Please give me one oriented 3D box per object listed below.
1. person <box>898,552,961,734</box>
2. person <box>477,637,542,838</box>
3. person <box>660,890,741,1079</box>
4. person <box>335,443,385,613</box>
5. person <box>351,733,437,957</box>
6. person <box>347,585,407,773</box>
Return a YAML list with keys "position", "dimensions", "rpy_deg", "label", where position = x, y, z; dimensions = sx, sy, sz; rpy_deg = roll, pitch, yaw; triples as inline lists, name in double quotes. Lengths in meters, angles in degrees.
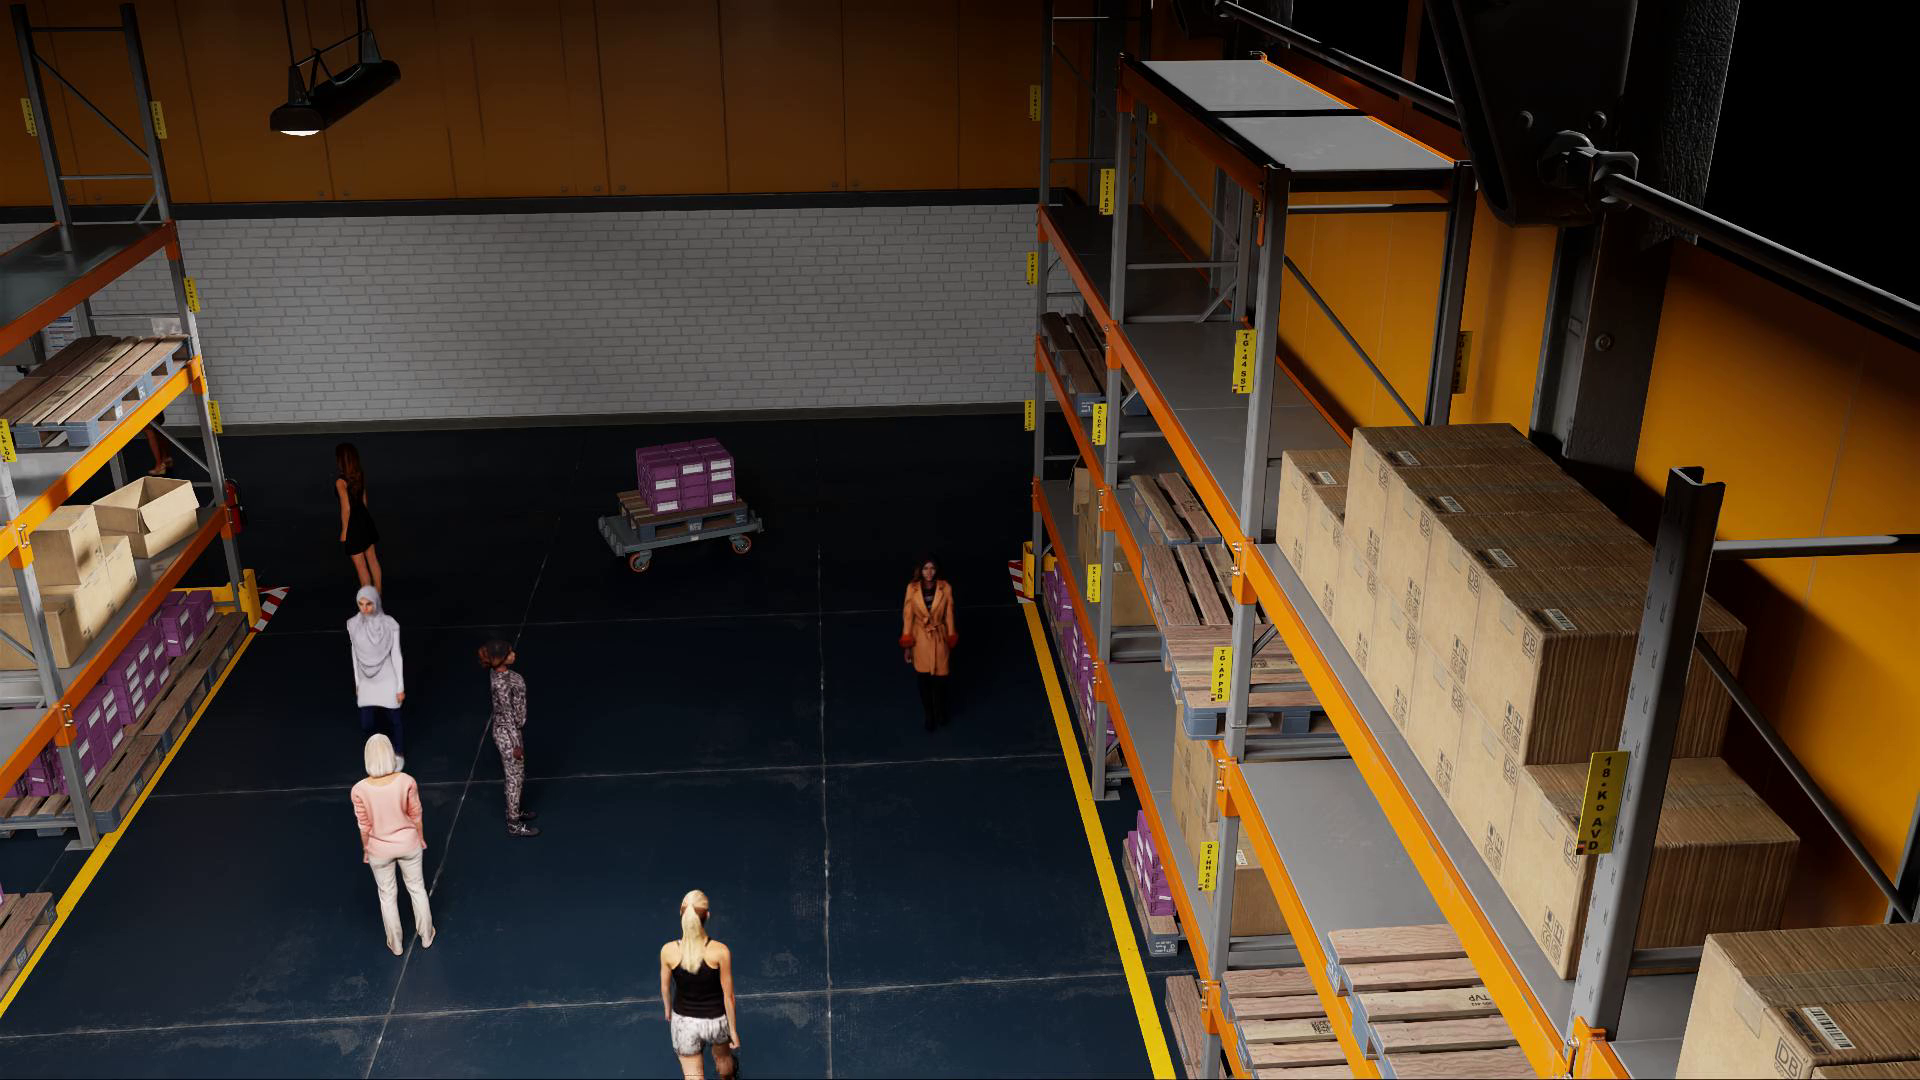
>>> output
- position: [-0.275, 0.880, 14.615]
  dimensions: [0.727, 1.708, 0.727]
  rpy_deg: [1, 24, 3]
  label: "person"
- position: [-3.548, 1.534, 13.111]
  dimensions: [0.684, 1.714, 0.560]
  rpy_deg: [-7, 25, -16]
  label: "person"
- position: [-1.545, 2.928, 9.817]
  dimensions: [0.709, 1.798, 1.164]
  rpy_deg: [0, 24, 1]
  label: "person"
- position: [-6.052, -0.111, 16.723]
  dimensions: [0.709, 1.835, 0.574]
  rpy_deg: [6, 24, 14]
  label: "person"
- position: [-3.995, 2.139, 11.714]
  dimensions: [0.667, 1.725, 0.633]
  rpy_deg: [-10, 26, -22]
  label: "person"
- position: [-4.813, 1.147, 13.930]
  dimensions: [0.683, 1.766, 0.650]
  rpy_deg: [2, 24, 5]
  label: "person"
